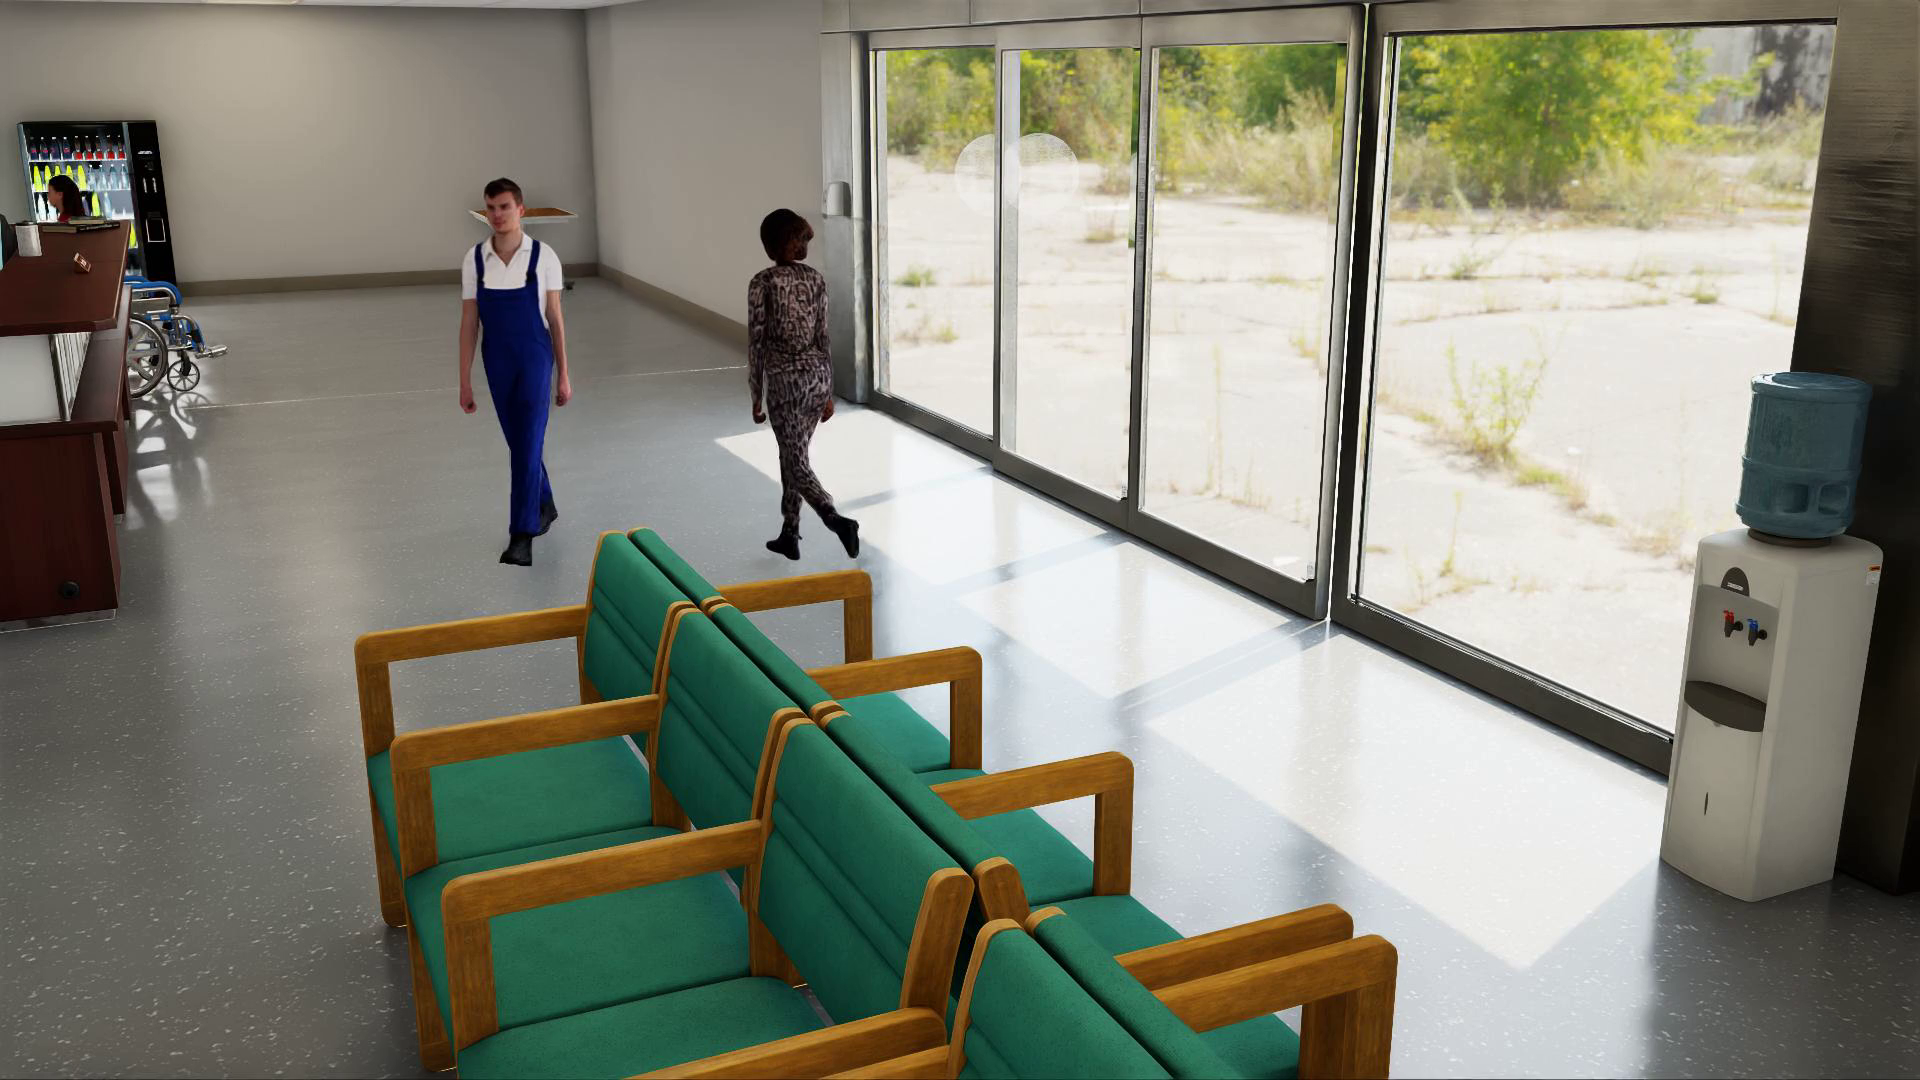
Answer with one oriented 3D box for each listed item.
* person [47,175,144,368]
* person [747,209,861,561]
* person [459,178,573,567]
[{"bbox_3d":[-6.769,-2.035,12.970,1.092,1.500,0.607,-5,17,-18],"label":"person"},{"bbox_3d":[-0.703,-0.650,7.741,1.043,1.678,0.783,-11,19,-34],"label":"person"},{"bbox_3d":[-2.126,-0.812,8.098,1.301,1.797,1.092,0,16,1],"label":"person"}]
